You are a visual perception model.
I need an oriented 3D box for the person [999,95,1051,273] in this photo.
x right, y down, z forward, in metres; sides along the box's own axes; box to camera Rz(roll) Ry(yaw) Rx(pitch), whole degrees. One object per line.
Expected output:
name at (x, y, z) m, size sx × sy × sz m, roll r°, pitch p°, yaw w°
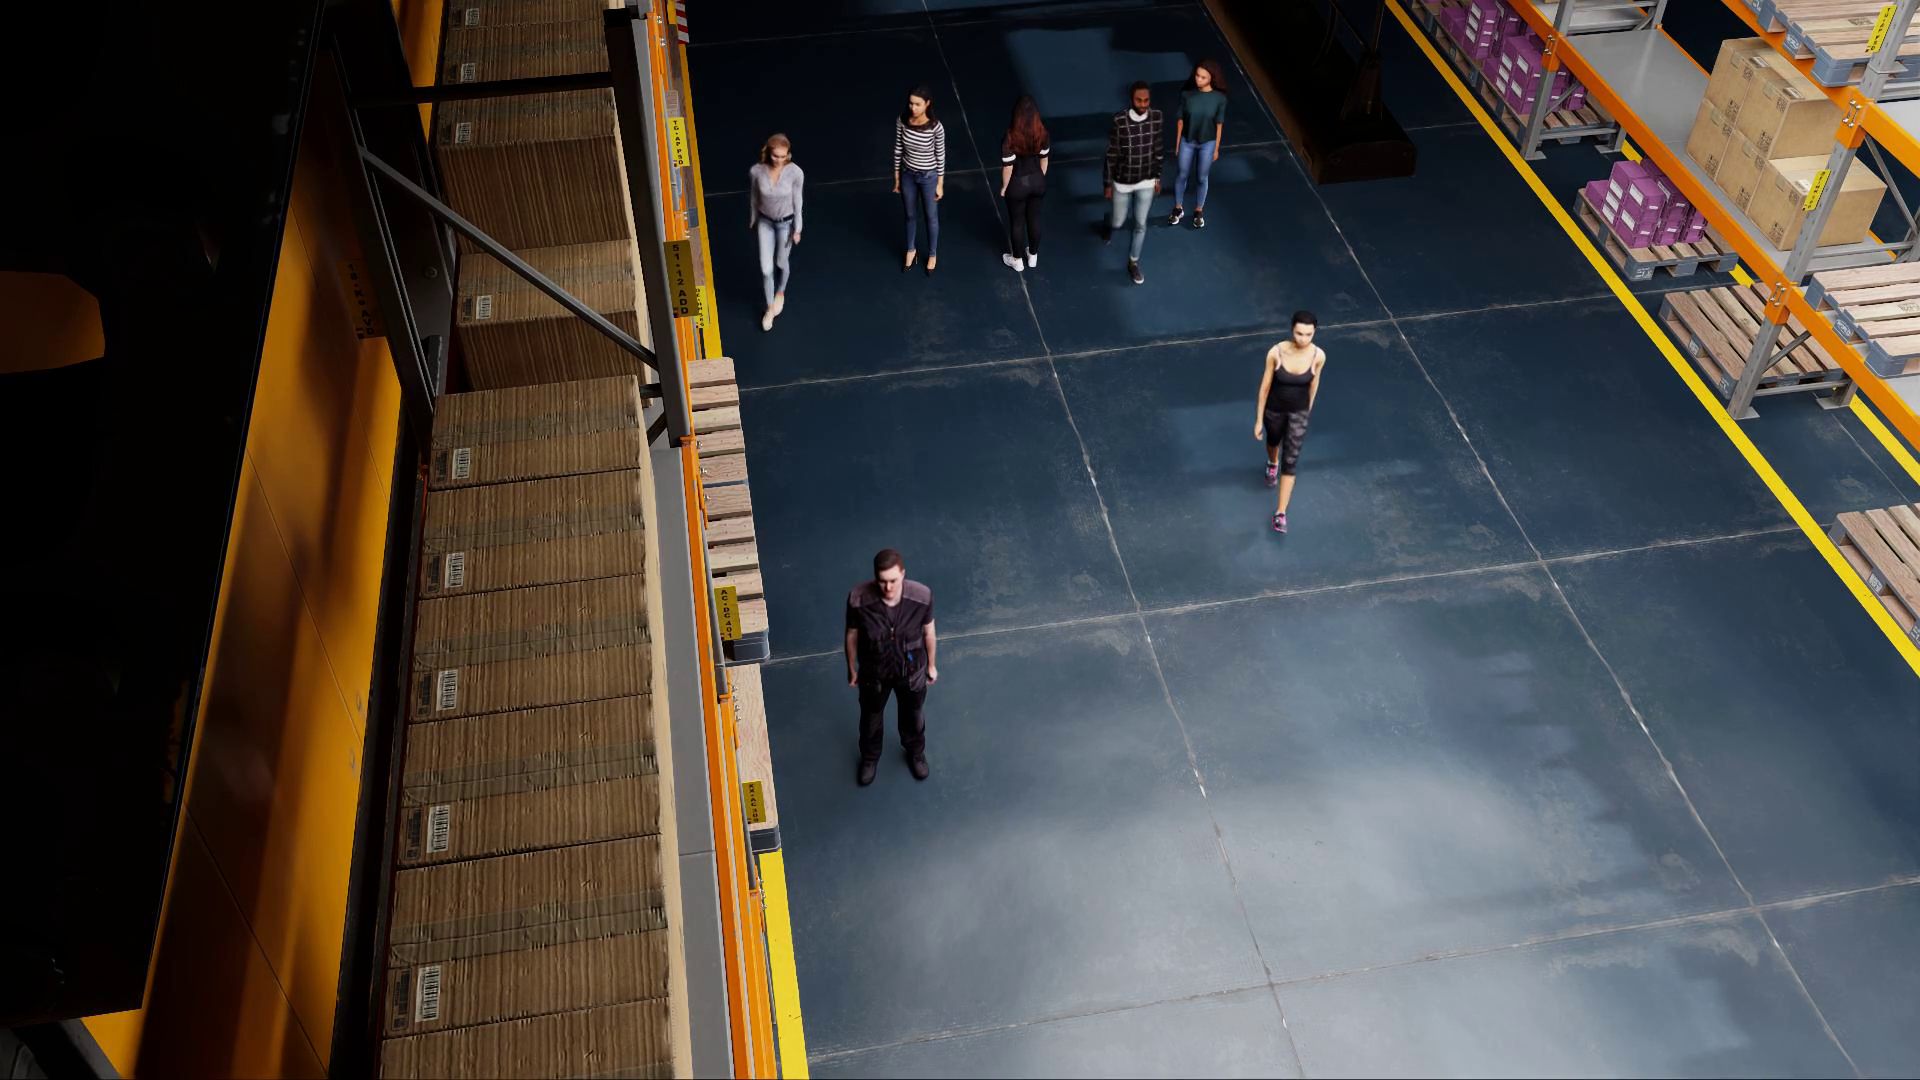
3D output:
person at (0.549, -3.052, 14.231) m, size 0.666 × 1.639 × 0.659 m, roll -18°, pitch 46°, yaw -18°

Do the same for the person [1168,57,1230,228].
person at (2.114, -3.538, 14.759) m, size 0.691 × 1.615 × 0.715 m, roll 10°, pitch 45°, yaw 11°

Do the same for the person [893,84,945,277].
person at (-0.336, -3.051, 14.117) m, size 0.655 × 1.796 × 0.645 m, roll 13°, pitch 45°, yaw 13°

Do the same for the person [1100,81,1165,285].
person at (1.453, -3.118, 14.182) m, size 0.692 × 1.802 × 0.951 m, roll -9°, pitch 44°, yaw -10°

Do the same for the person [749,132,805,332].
person at (-1.478, -2.623, 13.692) m, size 0.769 × 1.761 × 0.837 m, roll 8°, pitch 44°, yaw 8°

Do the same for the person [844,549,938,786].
person at (-0.417, 0.758, 10.082) m, size 0.713 × 1.846 × 0.592 m, roll -4°, pitch 44°, yaw -4°

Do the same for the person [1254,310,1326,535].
person at (2.341, -0.979, 12.021) m, size 0.847 × 1.687 × 1.194 m, roll 7°, pitch 44°, yaw 7°
